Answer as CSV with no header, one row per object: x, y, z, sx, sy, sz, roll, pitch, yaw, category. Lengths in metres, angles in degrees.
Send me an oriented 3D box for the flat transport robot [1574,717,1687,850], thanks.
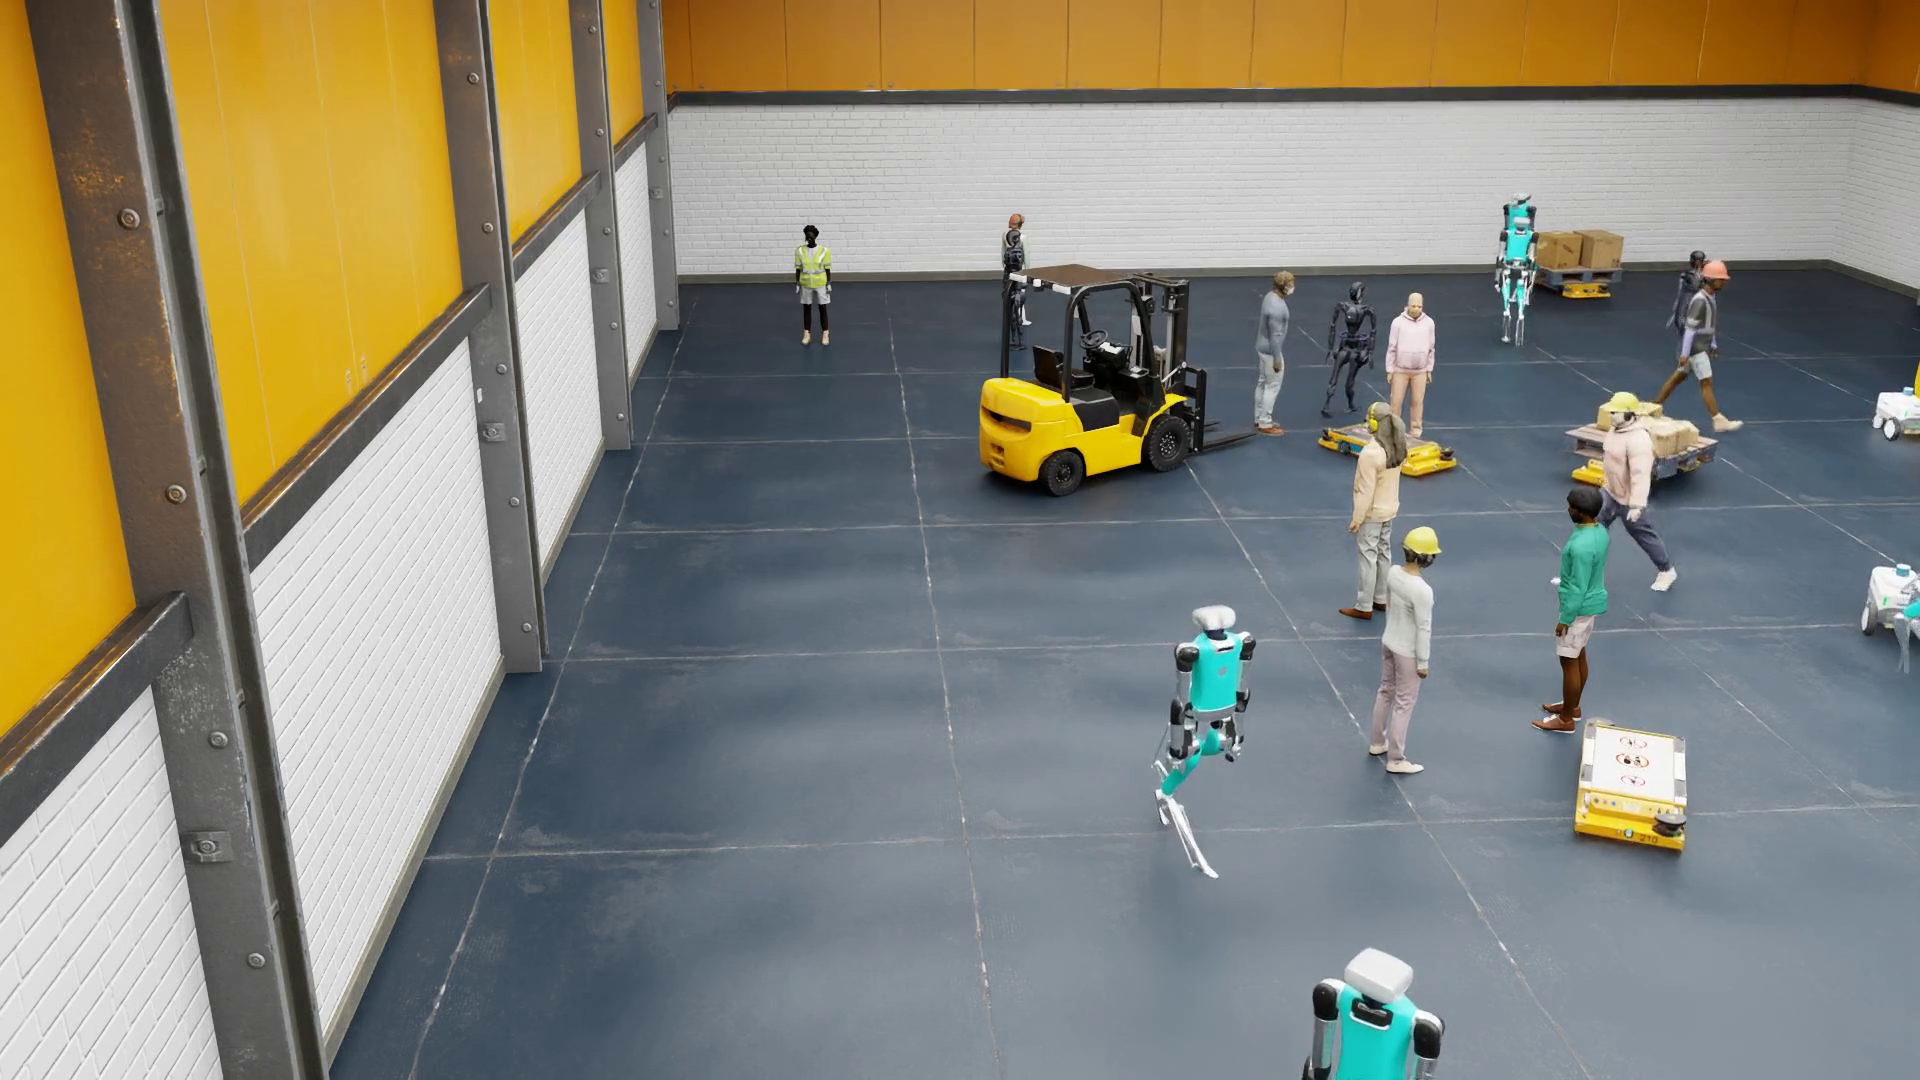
4.527,1.620,11.213,0.659,0.231,1.431,8,22,20,flat transport robot

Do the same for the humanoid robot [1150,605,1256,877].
1.397,1.148,10.428,0.530,1.782,0.992,-9,22,-23,humanoid robot

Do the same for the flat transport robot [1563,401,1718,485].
7.254,-0.804,17.819,1.431,0.231,0.659,-15,25,-36,flat transport robot

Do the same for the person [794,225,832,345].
-2.056,-3.574,23.300,0.535,1.693,0.320,2,20,6,person

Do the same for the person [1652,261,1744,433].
8.612,-2.247,19.271,1.083,1.978,0.617,10,23,26,person

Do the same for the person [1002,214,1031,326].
0.822,-3.973,24.463,0.510,1.638,0.306,17,26,38,person

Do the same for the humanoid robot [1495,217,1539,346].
7.773,-3.523,23.252,0.543,1.887,0.743,2,20,6,humanoid robot

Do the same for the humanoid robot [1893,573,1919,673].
7.543,0.255,12.901,0.743,1.857,0.549,14,24,34,humanoid robot

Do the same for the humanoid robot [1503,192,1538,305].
8.776,-4.527,25.835,0.782,1.777,0.530,-16,26,-38,humanoid robot

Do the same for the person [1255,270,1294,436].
3.584,-2.144,19.081,0.377,1.928,0.632,2,20,4,person

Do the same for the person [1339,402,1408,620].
3.496,-0.239,13.954,0.412,1.876,0.550,19,27,41,person

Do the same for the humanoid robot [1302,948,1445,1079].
1.451,2.576,6.539,0.530,1.771,0.996,13,24,32,humanoid robot

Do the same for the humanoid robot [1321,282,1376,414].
4.644,-2.271,19.824,0.609,1.632,0.550,11,23,28,humanoid robot

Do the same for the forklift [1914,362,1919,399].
12.602,-2.435,19.475,2.313,2.155,1.214,-1,20,-4,forklift

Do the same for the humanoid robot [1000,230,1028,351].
0.753,-3.462,23.001,0.315,1.654,0.599,-7,21,-17,humanoid robot

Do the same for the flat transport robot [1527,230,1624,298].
9.868,-4.142,26.913,0.659,0.231,1.431,-3,20,-9,flat transport robot

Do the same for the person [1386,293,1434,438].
5.017,-1.893,18.604,0.533,1.775,0.419,1,20,3,person

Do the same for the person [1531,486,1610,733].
4.448,0.502,11.969,0.397,1.849,0.492,13,24,31,person

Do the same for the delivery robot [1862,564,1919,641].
7.800,0.497,13.839,0.499,0.582,0.764,7,21,19,delivery robot

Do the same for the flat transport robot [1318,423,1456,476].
4.717,-1.020,18.406,0.659,0.231,1.431,-13,24,-31,flat transport robot

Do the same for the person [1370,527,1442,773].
3.085,0.747,11.431,0.332,1.760,0.525,-5,21,-13,person

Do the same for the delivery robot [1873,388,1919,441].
10.886,-1.460,19.171,0.499,0.580,0.776,1,20,3,delivery robot

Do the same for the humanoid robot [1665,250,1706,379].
9.454,-2.922,21.555,0.611,1.646,0.364,-9,22,-23,humanoid robot

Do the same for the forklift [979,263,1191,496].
1.315,-1.764,17.646,2.313,2.155,1.214,-14,24,-33,forklift

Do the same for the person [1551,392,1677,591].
5.859,-0.423,14.565,1.059,1.801,0.799,-4,20,-10,person
